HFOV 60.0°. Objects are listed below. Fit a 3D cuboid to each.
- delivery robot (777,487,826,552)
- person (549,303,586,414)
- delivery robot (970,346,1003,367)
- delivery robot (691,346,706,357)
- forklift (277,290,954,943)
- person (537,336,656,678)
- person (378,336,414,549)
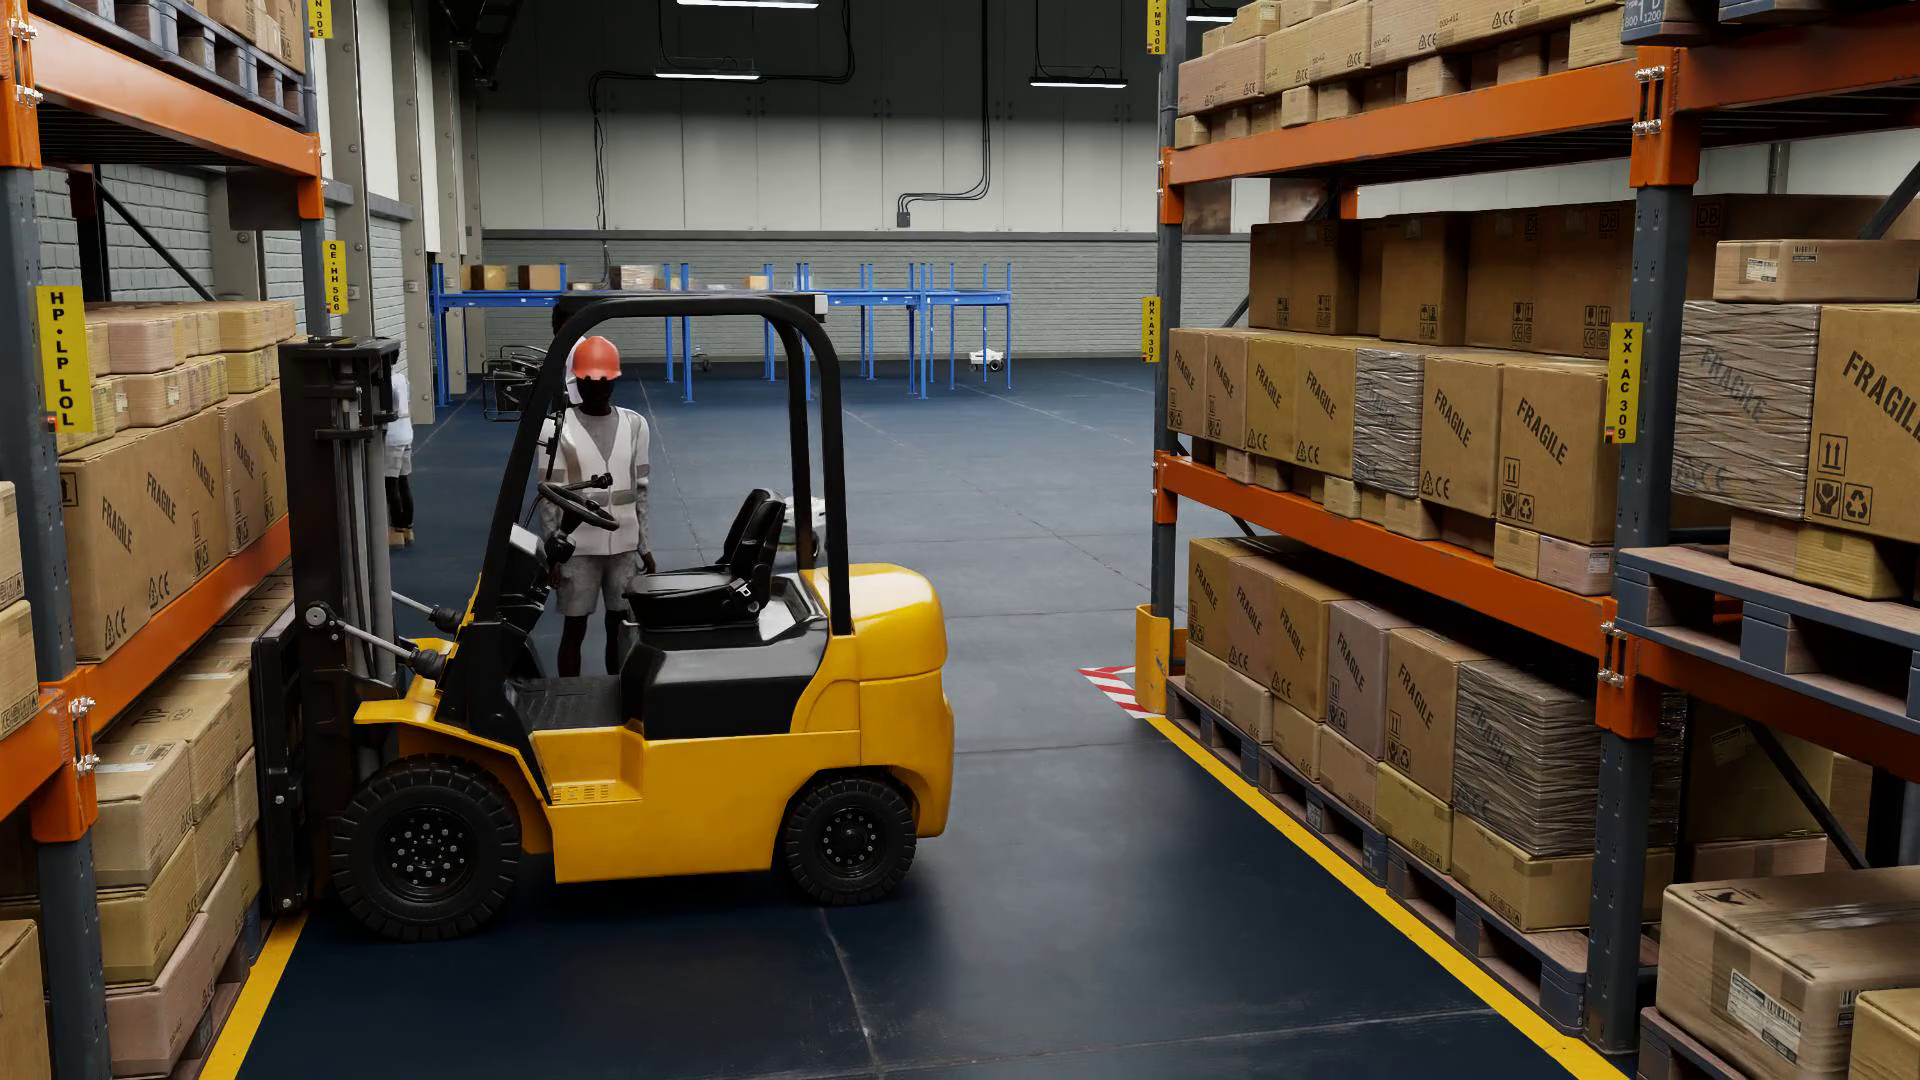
[{"bbox_3d":[-1.260,-0.171,12.950,0.477,0.478,0.707,4,10,22],"label":"delivery robot"},{"bbox_3d":[-3.696,-1.286,15.759,0.390,1.919,0.591,2,10,13],"label":"person"},{"bbox_3d":[0.569,-3.974,36.131,0.707,0.478,0.477,2,10,10],"label":"delivery robot"},{"bbox_3d":[-5.722,-4.119,36.223,0.335,0.223,0.698,0,9,-1],"label":"delivery robot"},{"bbox_3d":[-1.179,0.175,6.143,2.313,2.155,1.214,-2,10,-12],"label":"forklift"},{"bbox_3d":[-1.670,0.021,7.737,0.549,1.934,0.374,-6,11,-34],"label":"person"},{"bbox_3d":[-4.565,-0.779,13.334,0.319,1.702,0.581,0,9,-1],"label":"person"}]
